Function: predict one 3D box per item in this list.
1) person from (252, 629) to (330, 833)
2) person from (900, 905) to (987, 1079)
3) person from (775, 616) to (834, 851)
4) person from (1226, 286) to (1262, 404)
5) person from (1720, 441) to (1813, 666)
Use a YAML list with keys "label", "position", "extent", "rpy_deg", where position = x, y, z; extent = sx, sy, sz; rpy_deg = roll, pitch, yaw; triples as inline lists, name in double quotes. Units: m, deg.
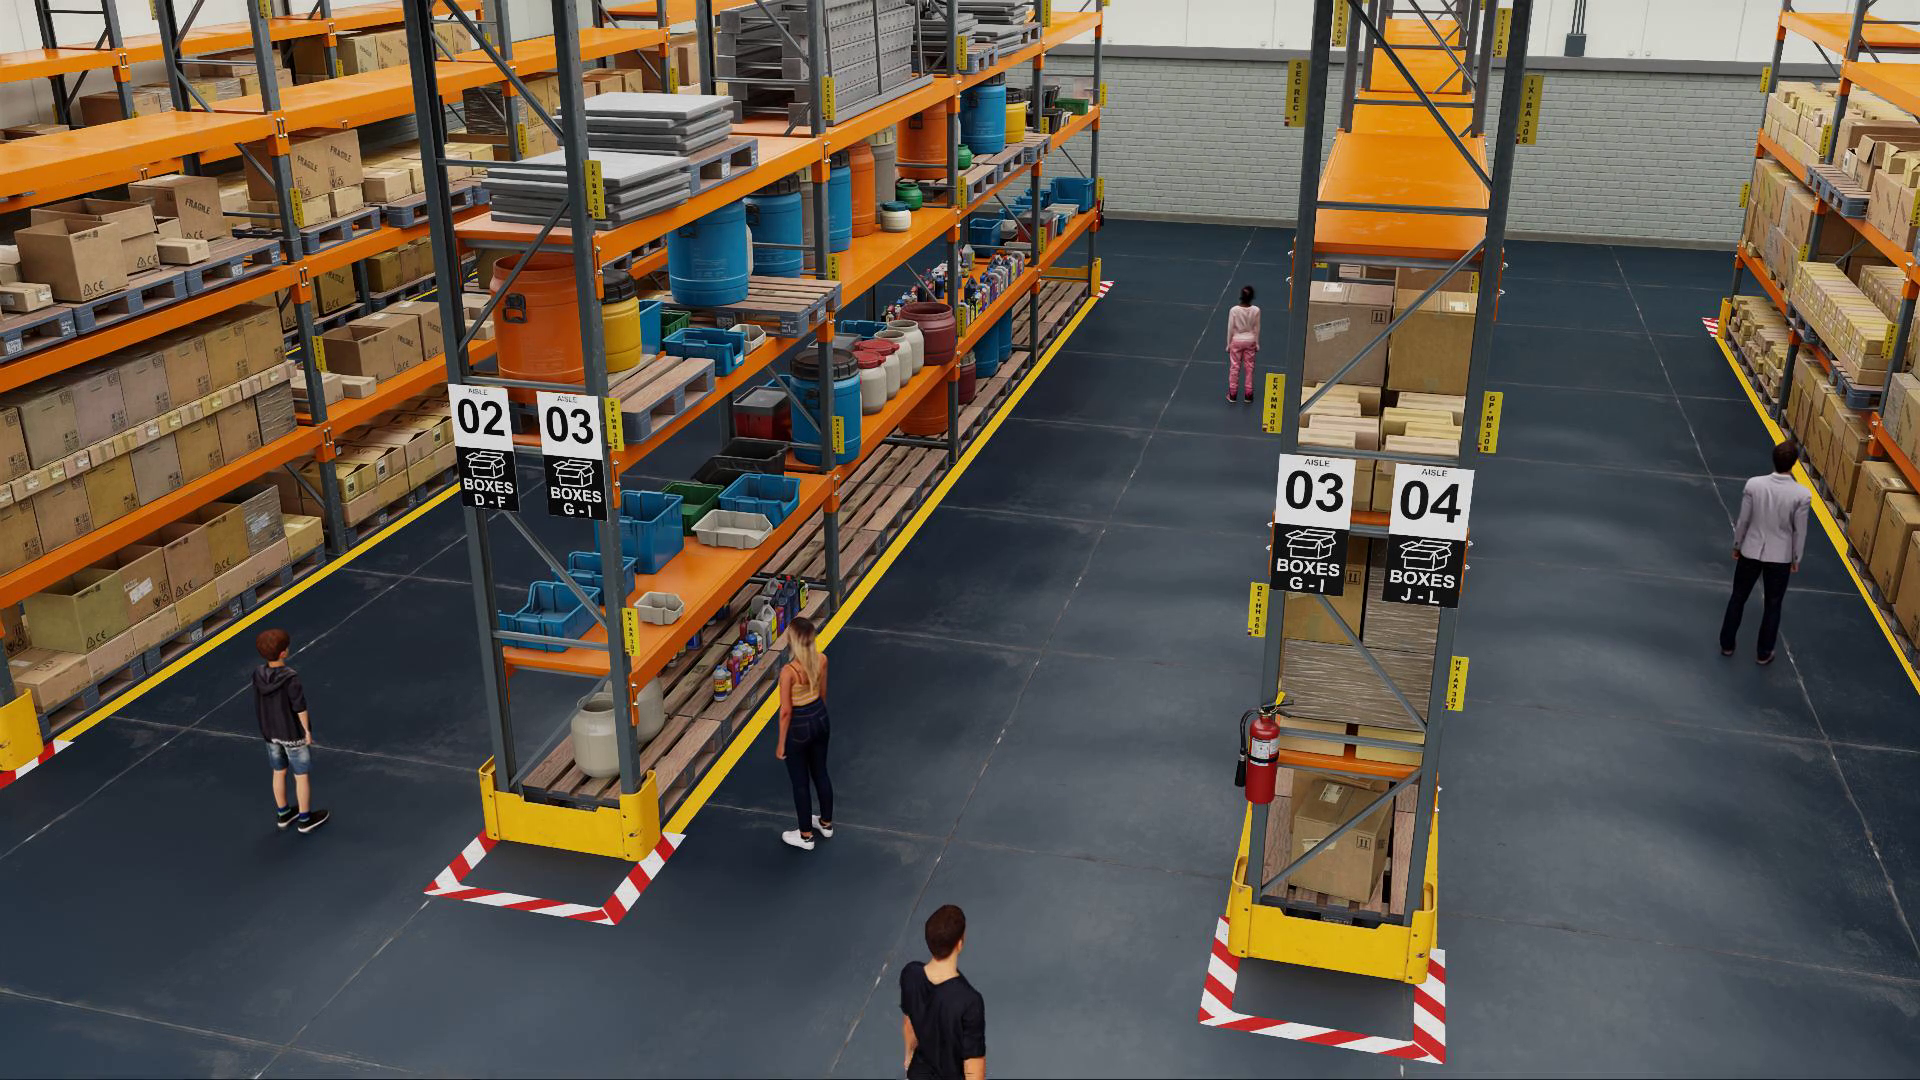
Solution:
- label: "person"
  position: [-4.522, 1.264, 11.133]
  extent: [0.526, 1.446, 0.507]
  rpy_deg: [6, 23, 15]
- label: "person"
  position: [-0.121, 2.519, 7.565]
  extent: [0.876, 1.824, 1.094]
  rpy_deg: [15, 26, 32]
- label: "person"
  position: [-1.014, 1.256, 10.912]
  extent: [0.712, 1.628, 0.589]
  rpy_deg: [19, 29, 38]
- label: "person"
  position: [3.415, -2.376, 20.040]
  extent: [0.592, 1.441, 0.553]
  rpy_deg: [1, 22, 2]
- label: "person"
  position: [6.521, 0.100, 13.449]
  extent: [0.754, 1.847, 0.716]
  rpy_deg: [17, 28, 35]
